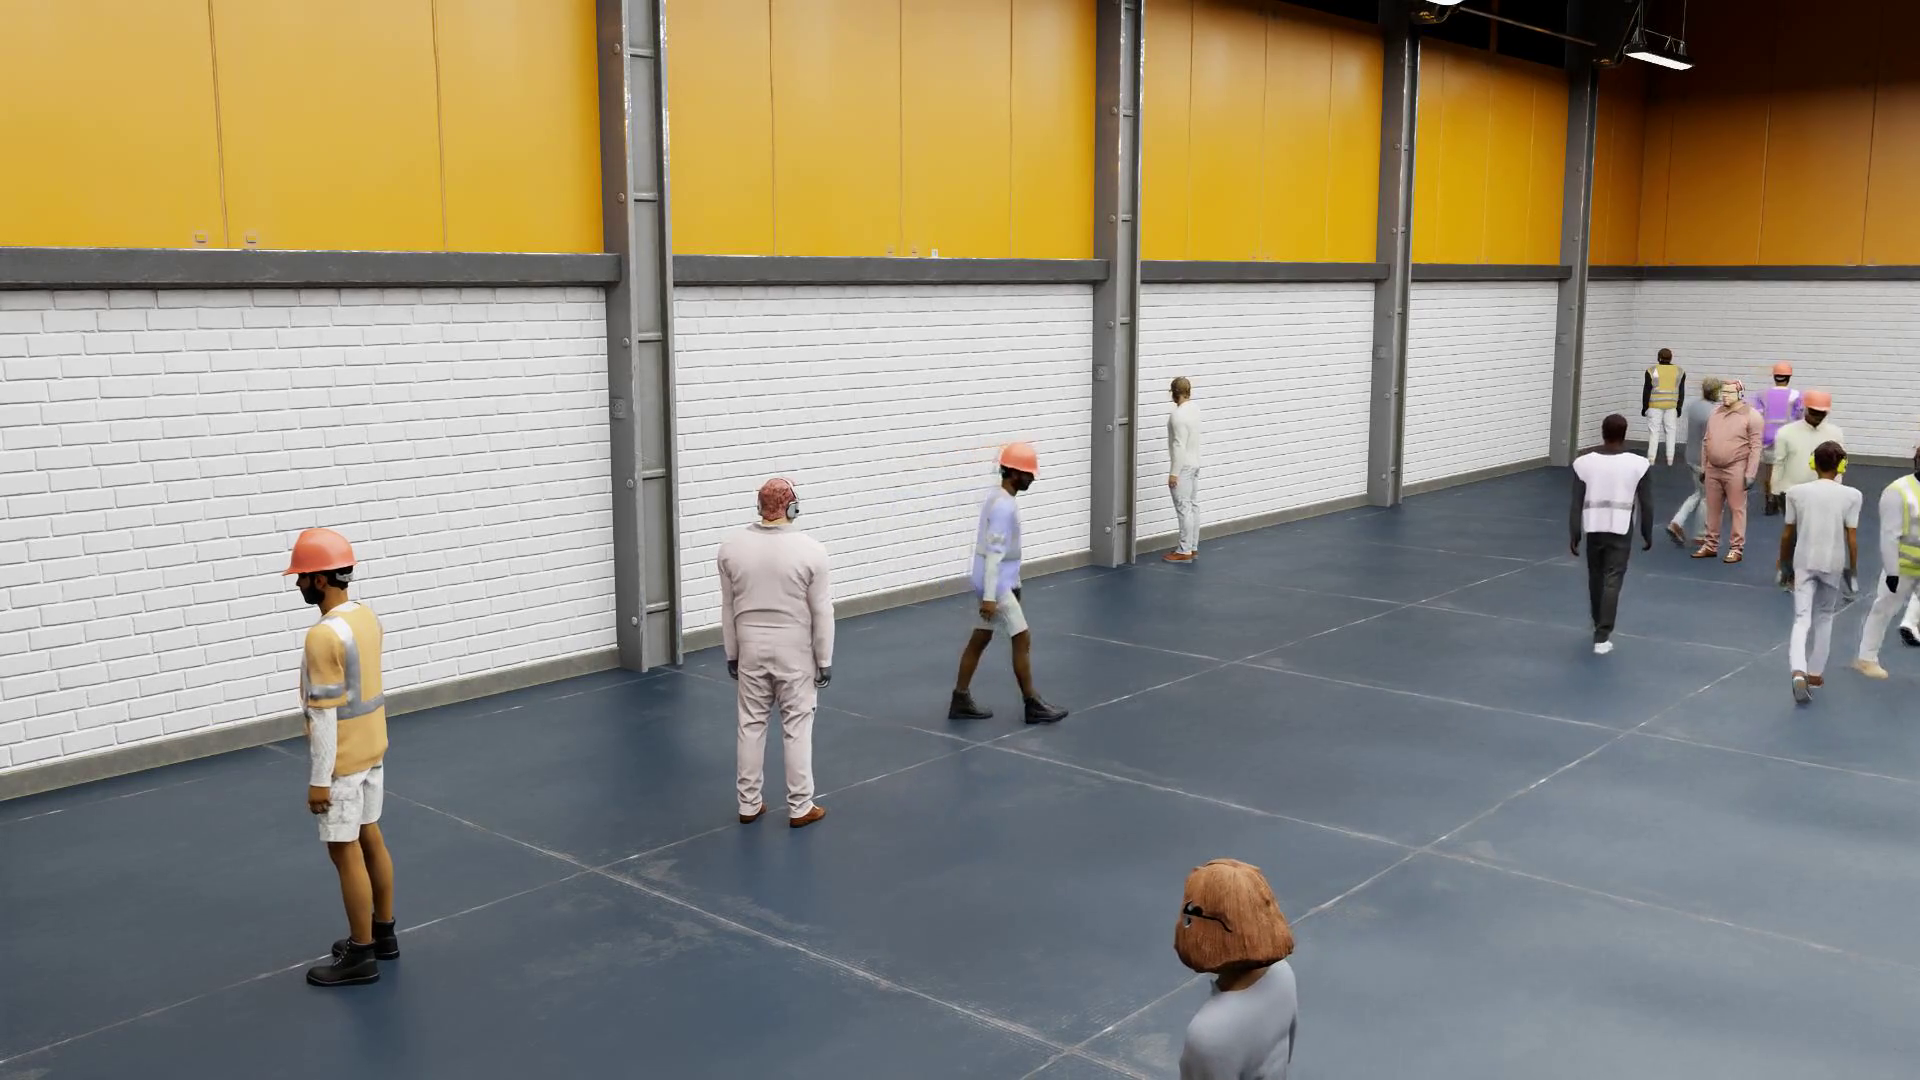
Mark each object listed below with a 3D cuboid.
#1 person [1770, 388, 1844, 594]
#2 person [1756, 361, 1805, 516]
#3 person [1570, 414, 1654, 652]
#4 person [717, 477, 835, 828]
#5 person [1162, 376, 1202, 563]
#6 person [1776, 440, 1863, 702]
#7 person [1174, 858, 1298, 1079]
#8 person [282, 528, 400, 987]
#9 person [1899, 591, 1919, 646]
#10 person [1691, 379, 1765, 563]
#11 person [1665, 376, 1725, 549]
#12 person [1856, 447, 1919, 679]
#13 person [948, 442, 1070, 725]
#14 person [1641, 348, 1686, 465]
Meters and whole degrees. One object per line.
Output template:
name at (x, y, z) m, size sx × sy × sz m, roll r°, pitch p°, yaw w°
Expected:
person at (7.938, -0.479, 15.674) m, size 0.621 × 1.956 × 0.751 m, roll 1°, pitch 9°, yaw 7°
person at (10.263, -1.272, 20.788) m, size 0.556 × 1.899 × 0.915 m, roll 8°, pitch 12°, yaw 42°
person at (5.247, -0.076, 13.391) m, size 0.600 × 1.866 × 1.013 m, roll 6°, pitch 11°, yaw 32°
person at (-0.973, 0.607, 9.000) m, size 0.640 × 1.902 × 0.402 m, roll 2°, pitch 9°, yaw 14°
person at (2.314, -0.726, 17.253) m, size 0.372 × 1.935 × 0.629 m, roll 4°, pitch 10°, yaw 26°
person at (6.052, 0.209, 11.747) m, size 0.524 × 1.825 × 0.917 m, roll 5°, pitch 10°, yaw 29°
person at (0.640, 1.546, 3.922) m, size 0.267 × 1.632 × 0.507 m, roll 5°, pitch 11°, yaw 30°
person at (-2.623, 0.907, 7.021) m, size 0.382 × 1.932 × 0.541 m, roll 0°, pitch 9°, yaw 0°
person at (7.941, -0.081, 13.341) m, size 0.921 × 1.896 × 0.596 m, roll -5°, pitch 11°, yaw -31°
person at (7.975, -0.721, 17.299) m, size 0.406 × 1.910 × 0.639 m, roll -5°, pitch 11°, yaw -30°
person at (8.042, -0.832, 18.039) m, size 0.578 × 1.902 × 0.681 m, roll 1°, pitch 9°, yaw 7°
person at (6.902, 0.186, 11.999) m, size 0.647 × 1.788 × 0.974 m, roll -1°, pitch 9°, yaw -9°
person at (0.337, 0.297, 10.981) m, size 0.916 × 1.879 × 0.644 m, roll 0°, pitch 9°, yaw 0°
person at (10.998, -2.081, 26.058) m, size 0.634 × 1.840 × 0.429 m, roll 1°, pitch 9°, yaw 5°
